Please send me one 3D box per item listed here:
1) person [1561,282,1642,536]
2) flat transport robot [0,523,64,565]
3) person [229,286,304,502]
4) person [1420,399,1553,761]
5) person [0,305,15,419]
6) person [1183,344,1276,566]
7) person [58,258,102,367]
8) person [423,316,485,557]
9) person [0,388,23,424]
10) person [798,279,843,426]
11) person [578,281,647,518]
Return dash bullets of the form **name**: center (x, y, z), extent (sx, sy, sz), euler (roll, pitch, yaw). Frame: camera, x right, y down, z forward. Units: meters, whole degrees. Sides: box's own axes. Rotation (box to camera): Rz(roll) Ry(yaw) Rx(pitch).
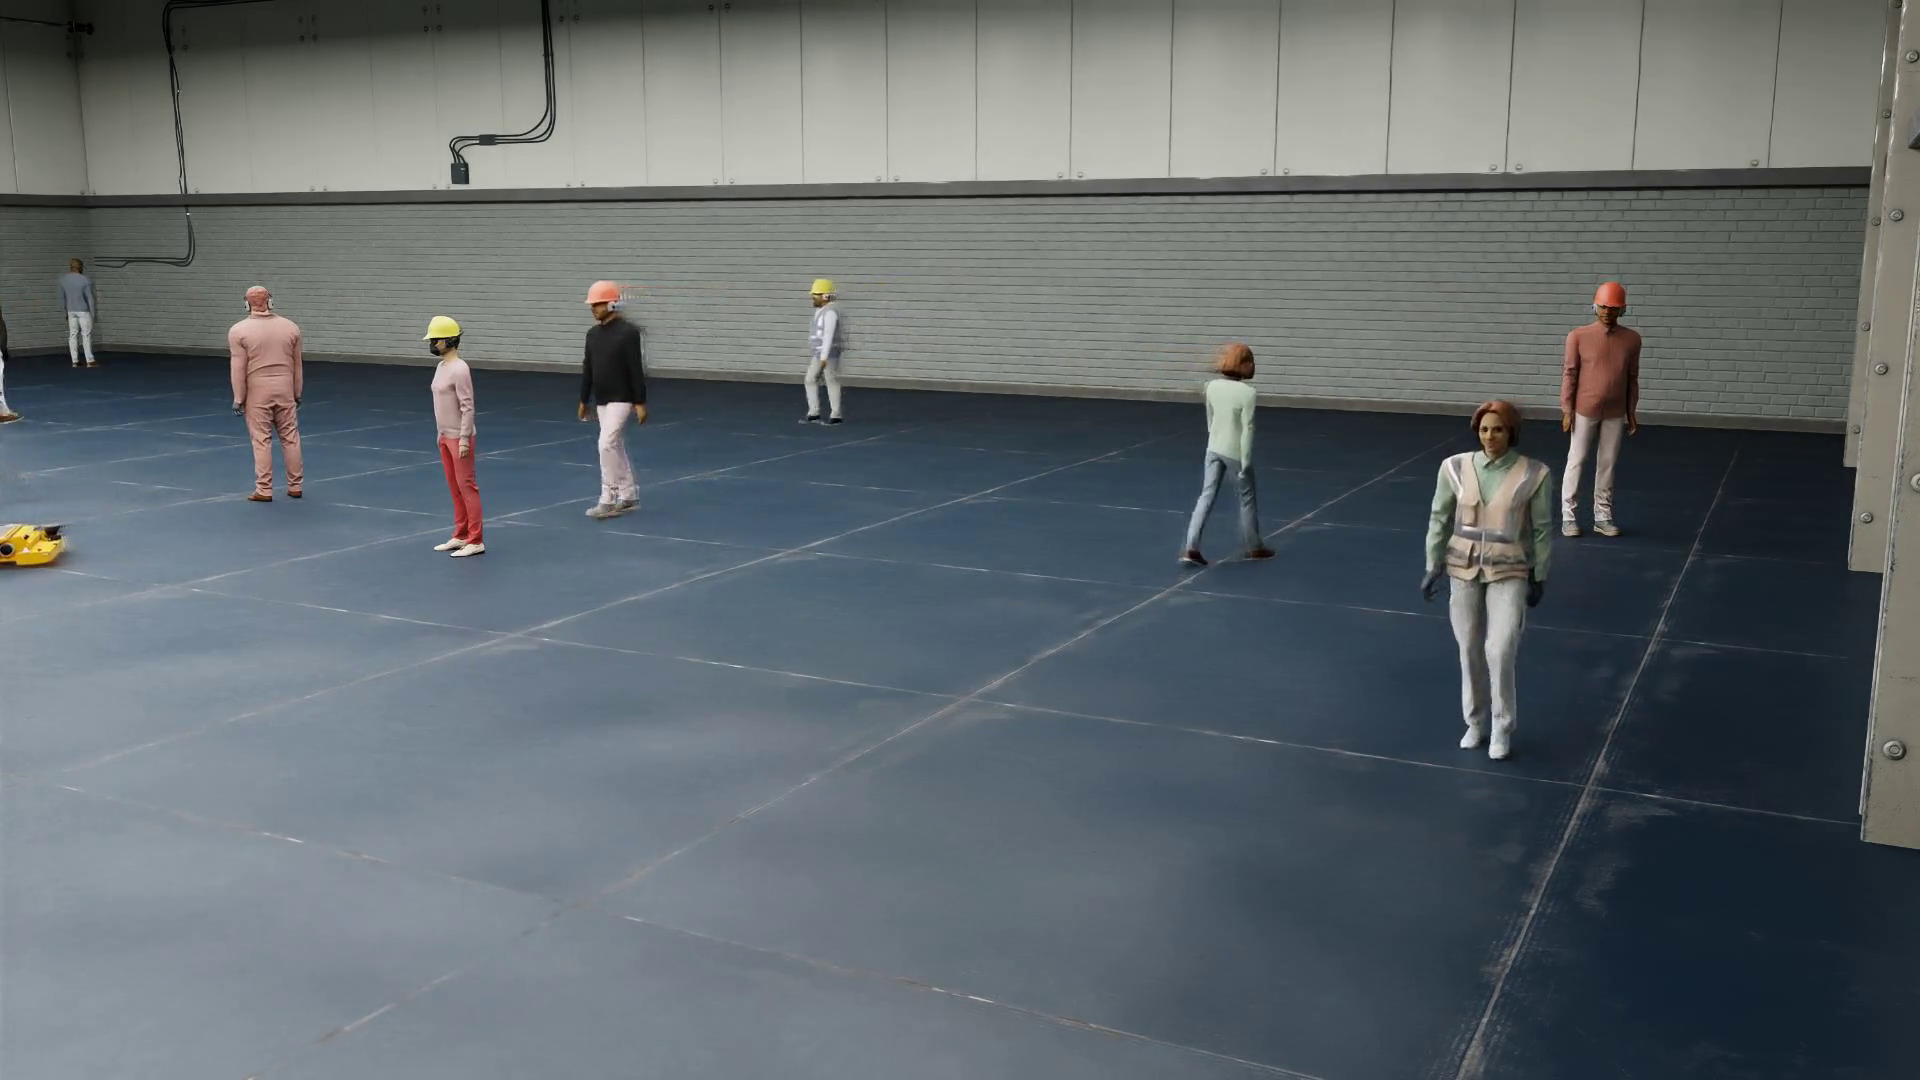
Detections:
- **person**: center (5.010, -1.013, 13.003), extent (0.612, 1.991, 0.392), euler (-1, 10, -3)
- **flat transport robot**: center (-7.247, 0.057, 11.863), extent (1.431, 0.197, 0.652), euler (-4, 11, -20)
- **person**: center (-6.153, -1.290, 14.757), extent (0.401, 1.904, 0.640), euler (10, 14, 43)
- **person**: center (2.362, 0.181, 7.498), extent (0.518, 1.620, 0.502), euler (6, 12, 31)
- **person**: center (-12.472, -2.455, 21.275), extent (0.626, 1.844, 0.429), euler (0, 10, 3)
- **person**: center (1.914, -0.605, 11.888), extent (0.850, 1.593, 0.514), euler (-9, 13, -39)
- **person**: center (-15.735, -4.050, 29.716), extent (0.630, 1.936, 0.366), euler (1, 10, 6)
- **person**: center (-3.731, -0.755, 12.212), extent (0.328, 1.767, 0.531), euler (-7, 13, -35)
- **person**: center (-12.104, -2.311, 20.538), extent (0.531, 1.830, 0.915), euler (4, 11, 19)
- **person**: center (-1.749, -2.295, 20.473), extent (0.669, 1.806, 0.633), euler (-4, 11, -19)
- **person**: center (-2.997, -1.160, 13.874), extent (0.647, 1.960, 0.794), euler (9, 14, 39)
